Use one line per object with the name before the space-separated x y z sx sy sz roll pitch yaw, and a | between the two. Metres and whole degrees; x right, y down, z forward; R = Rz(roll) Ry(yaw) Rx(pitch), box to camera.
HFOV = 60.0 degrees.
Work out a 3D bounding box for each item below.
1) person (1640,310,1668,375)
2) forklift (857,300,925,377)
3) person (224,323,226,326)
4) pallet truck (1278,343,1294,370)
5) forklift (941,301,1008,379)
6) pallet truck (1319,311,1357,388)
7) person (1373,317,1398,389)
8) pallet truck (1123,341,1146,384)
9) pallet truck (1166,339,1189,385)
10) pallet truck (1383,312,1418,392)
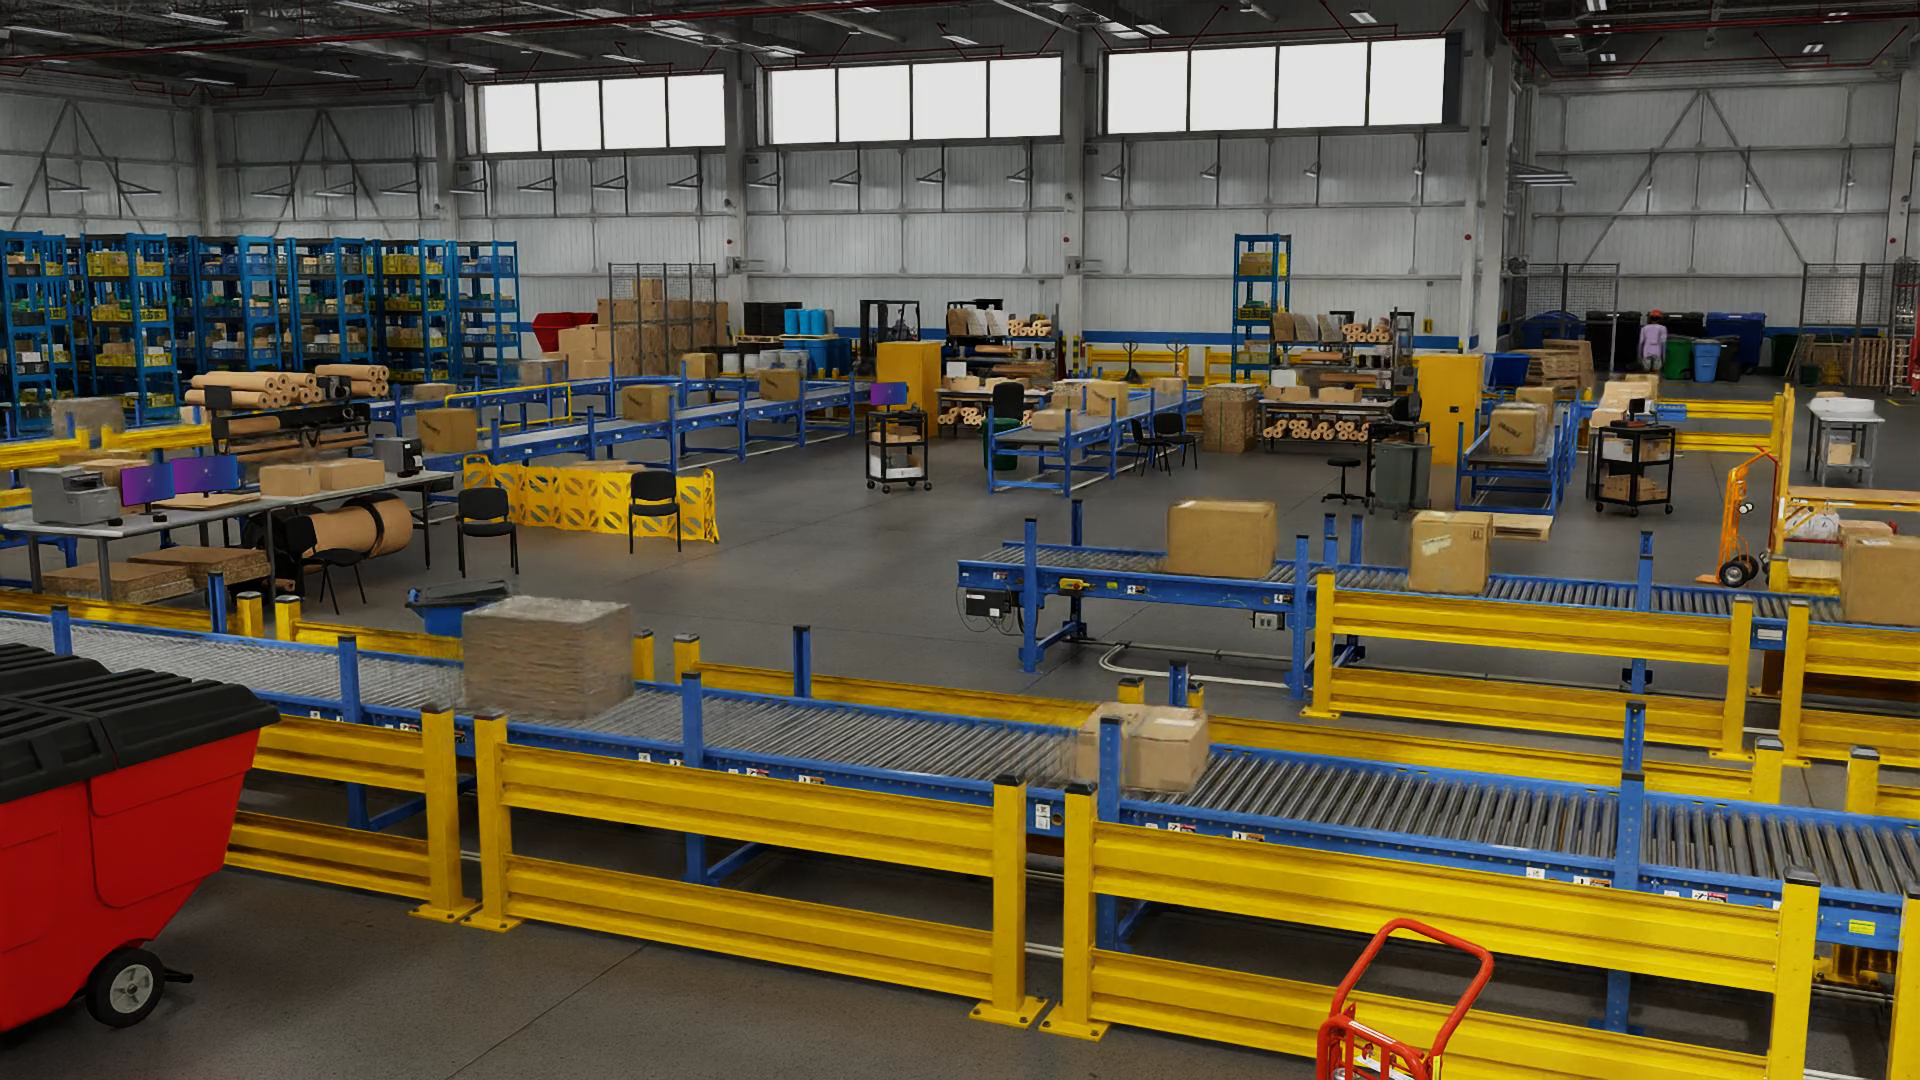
person | 15.955 -4.280 38.270 0.480 2.026 0.620 -9 13 -43
forklift | -1.732 -5.109 42.468 1.157 1.987 2.680 4 10 22
person | -17.444 -4.426 39.853 0.584 1.799 0.970 2 10 15
pallet truck | 7.886 -4.163 39.743 0.653 1.274 1.630 4 10 22
forklift | 0.365 -4.966 41.571 1.157 1.987 2.680 3 10 20
pallet truck | 9.071 -4.419 39.190 0.823 1.965 1.885 5 10 26
person | 9.294 -3.939 36.561 0.402 1.906 0.652 -5 11 -29
pallet truck | 4.445 -4.380 41.279 0.680 1.201 1.601 4 10 22
pallet truck | 5.418 -4.269 40.420 0.704 1.261 1.522 3 10 20
pallet truck | 10.207 -4.283 38.369 0.823 1.965 1.885 3 10 20
